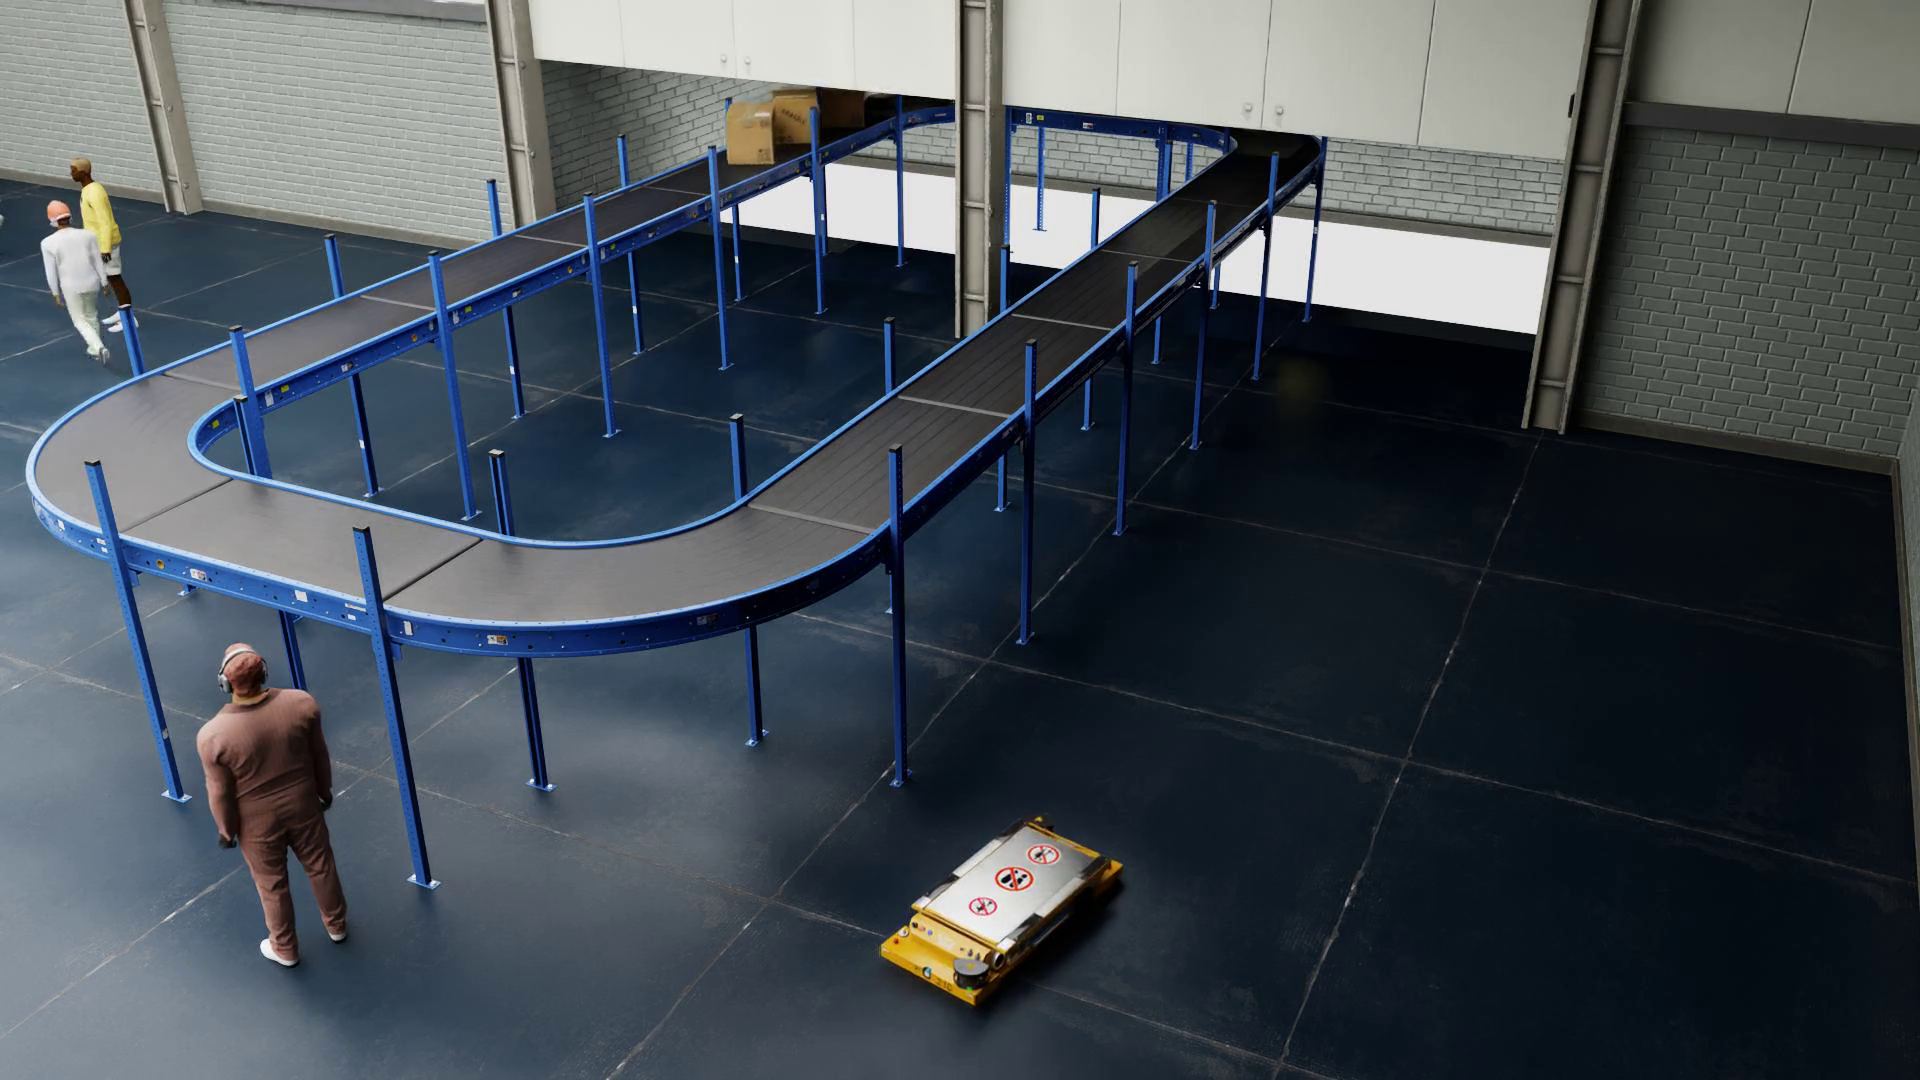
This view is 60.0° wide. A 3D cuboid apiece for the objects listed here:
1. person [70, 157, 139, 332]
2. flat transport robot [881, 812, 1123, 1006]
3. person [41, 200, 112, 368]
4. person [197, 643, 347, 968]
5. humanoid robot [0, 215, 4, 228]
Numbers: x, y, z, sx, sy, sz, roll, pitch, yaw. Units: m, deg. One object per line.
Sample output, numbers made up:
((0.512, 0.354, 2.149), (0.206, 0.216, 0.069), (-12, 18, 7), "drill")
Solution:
((-9.343, -3.230, 18.151), (0.358, 1.898, 0.552), (-16, 31, -29), "person")
((0.260, 2.040, 9.365), (0.659, 0.231, 1.431), (19, 32, 33), "flat transport robot")
((-9.046, -2.621, 17.124), (0.736, 1.725, 0.572), (20, 33, 35), "person")
((-3.637, 1.401, 8.813), (0.635, 1.910, 0.407), (-22, 34, -37), "person")
((-12.168, -4.314, 20.456), (0.725, 1.732, 0.535), (-6, 27, -12), "humanoid robot")
